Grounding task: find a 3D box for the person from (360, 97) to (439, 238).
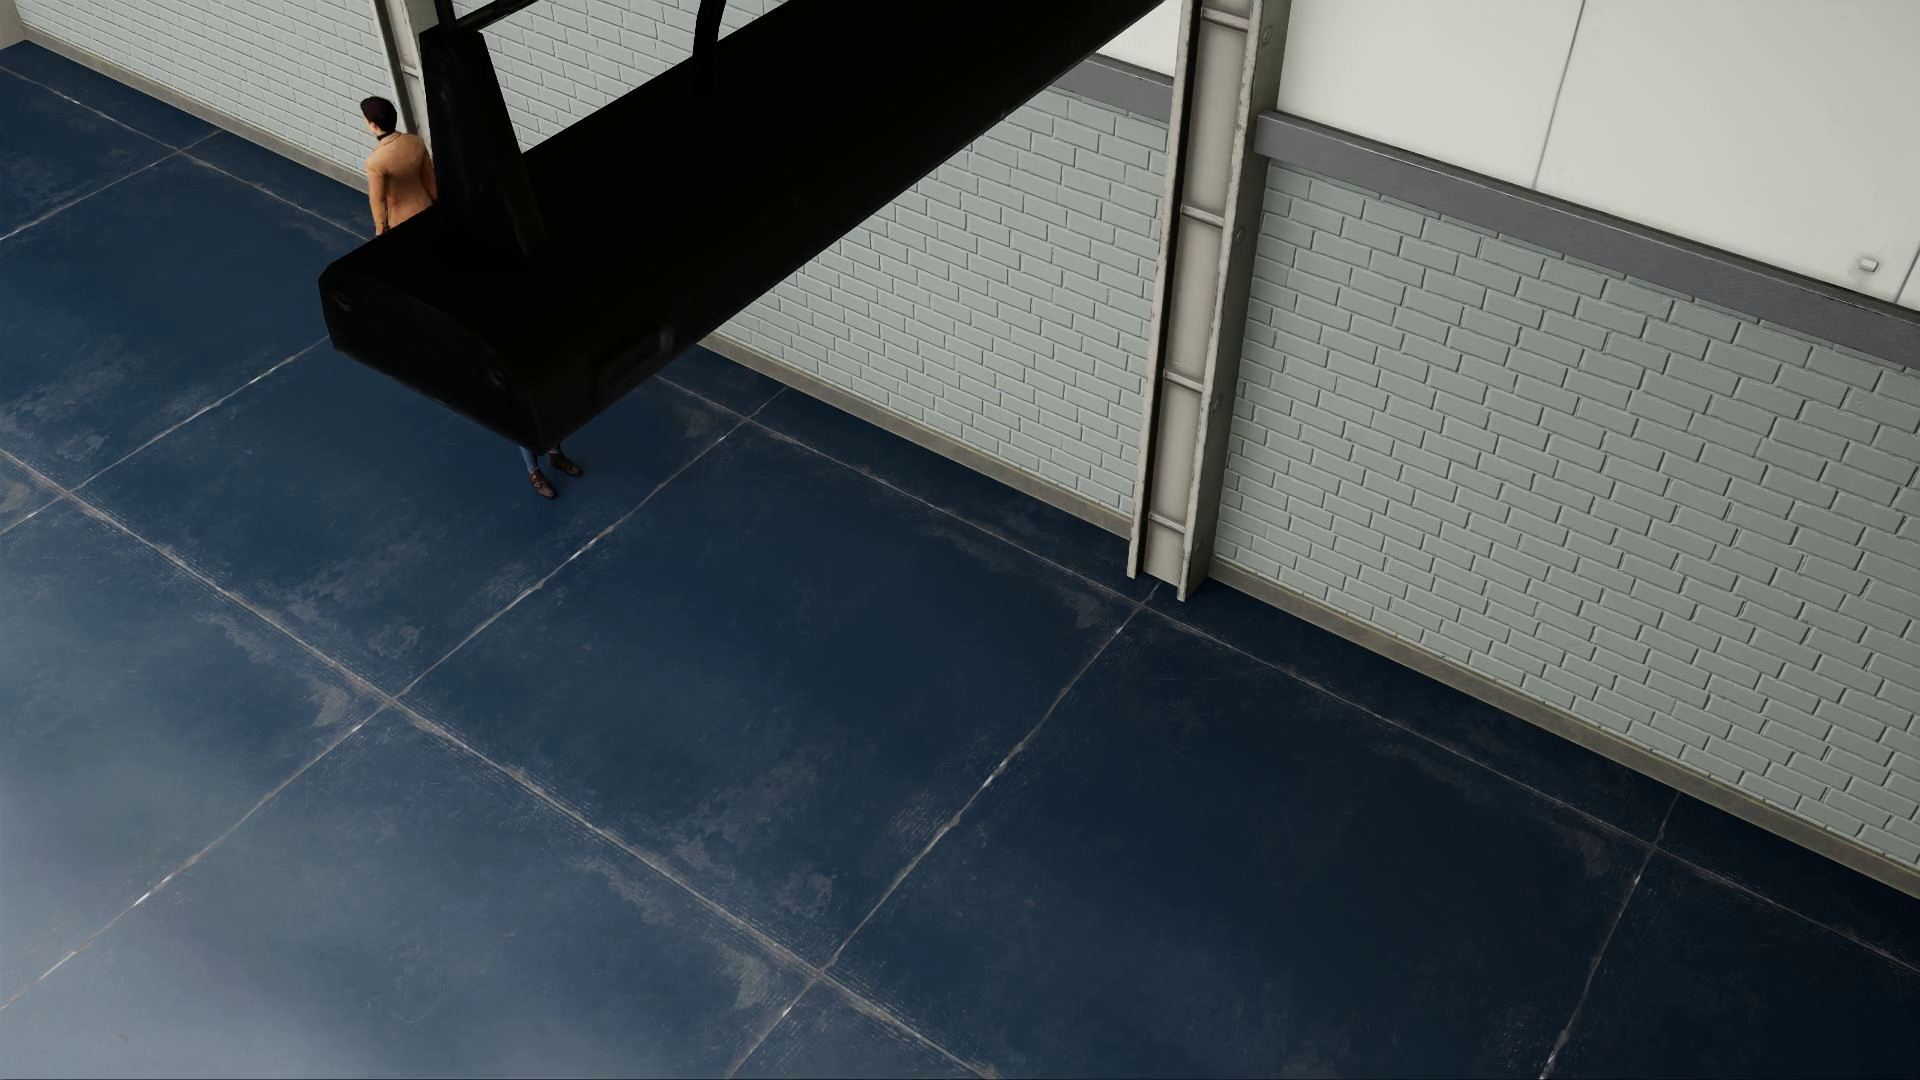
[{"bbox_3d":[-3.608,-2.136,11.108,0.754,1.716,0.693,19,46,19],"label":"person"}]
